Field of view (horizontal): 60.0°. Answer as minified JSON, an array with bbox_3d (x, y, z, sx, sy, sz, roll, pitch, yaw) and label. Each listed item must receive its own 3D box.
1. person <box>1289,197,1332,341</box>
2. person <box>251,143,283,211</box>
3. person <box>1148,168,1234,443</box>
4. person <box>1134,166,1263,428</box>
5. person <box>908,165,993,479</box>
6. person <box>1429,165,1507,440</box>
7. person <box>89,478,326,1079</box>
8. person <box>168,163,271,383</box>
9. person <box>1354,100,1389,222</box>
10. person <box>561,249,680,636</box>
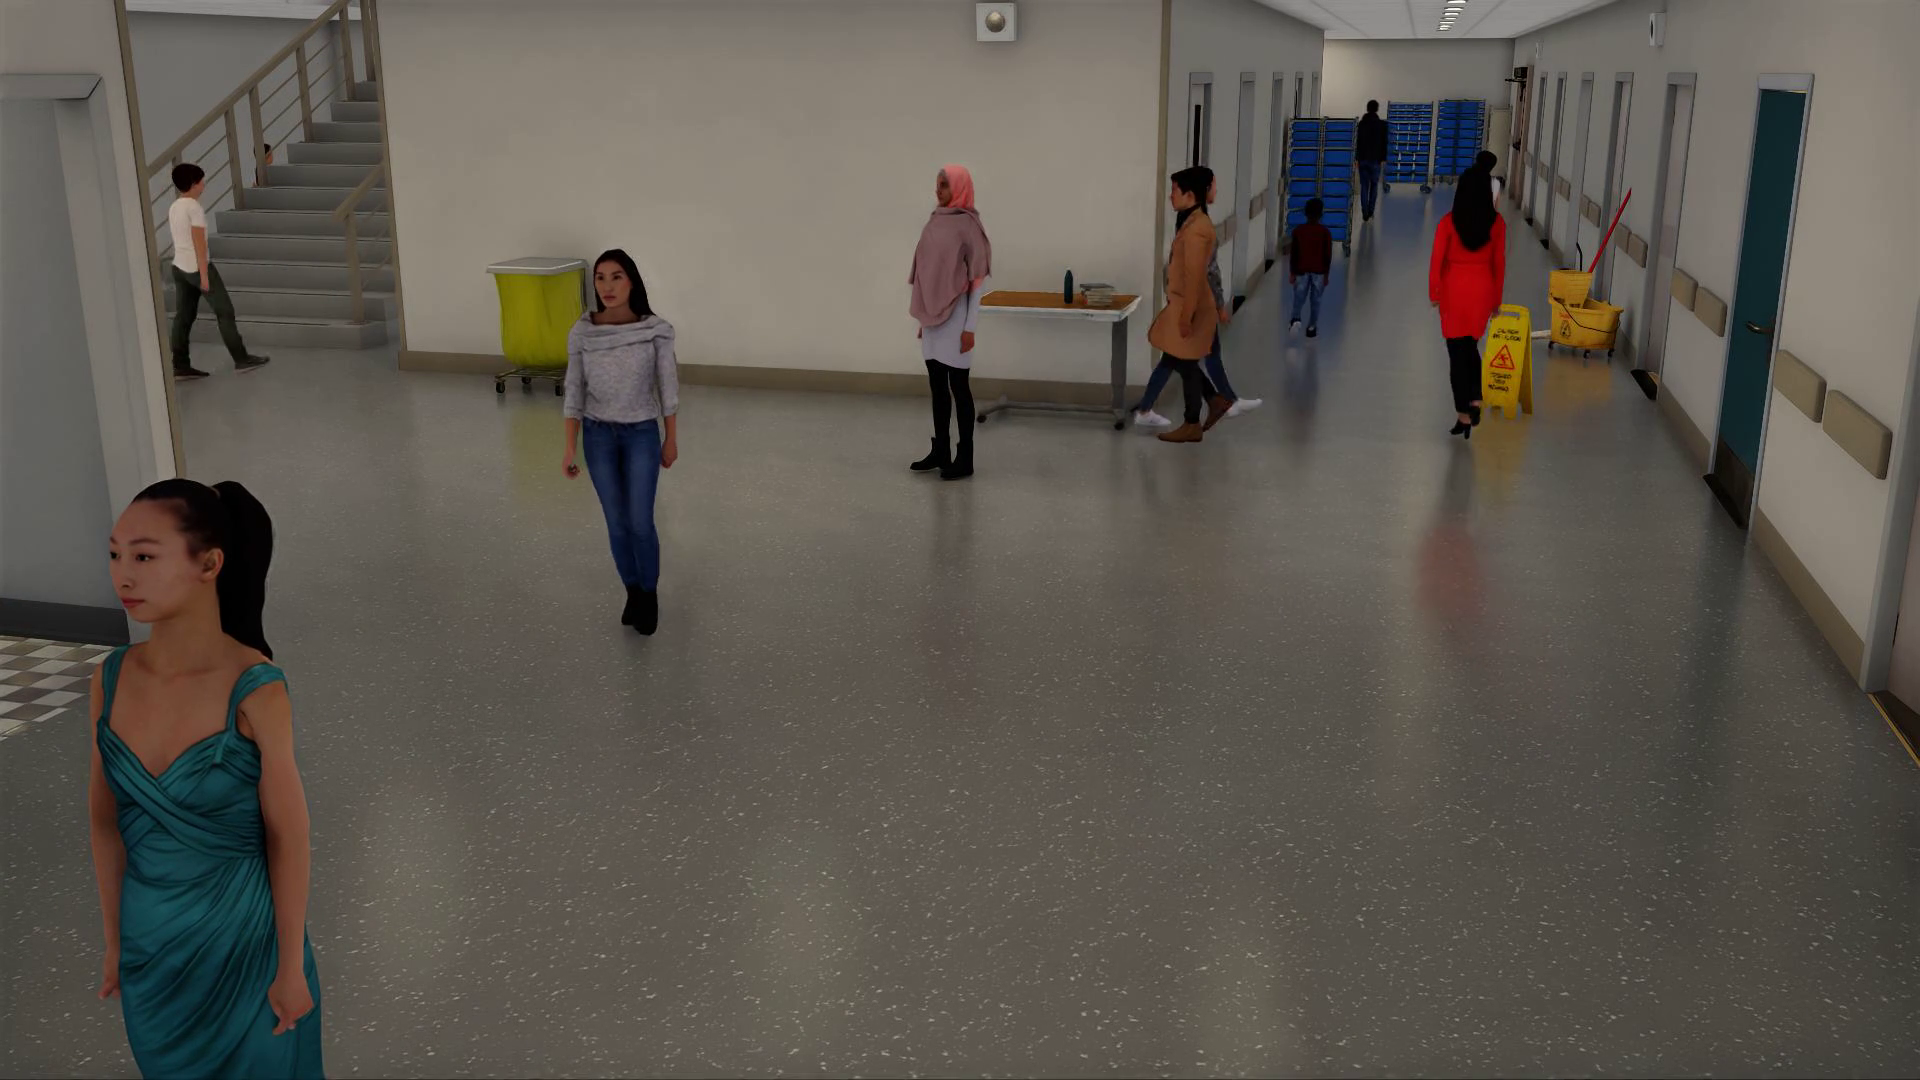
[{"bbox_3d":[3.076,-2.364,14.623,0.517,1.244,0.673,5,17,18],"label":"person"},{"bbox_3d":[-7.665,-3.619,18.487,0.551,1.563,0.534,6,17,20],"label":"person"},{"bbox_3d":[1.538,-1.462,10.477,0.815,1.715,0.800,1,16,2],"label":"person"},{"bbox_3d":[1.433,-1.538,10.900,1.023,1.675,1.196,-3,16,-10],"label":"person"},{"bbox_3d":[-0.061,-1.270,9.714,0.772,1.804,0.740,-14,21,-40],"label":"person"},{"bbox_3d":[3.264,-1.497,10.644,0.684,1.736,0.691,-1,16,-2],"label":"person"},{"bbox_3d":[-1.273,0.721,2.865,0.544,1.687,0.483,4,16,13],"label":"person"},{"bbox_3d":[-5.903,-2.009,12.657,0.829,1.628,1.058,12,19,35],"label":"person"},{"bbox_3d":[6.507,-6.010,26.418,0.745,1.862,1.017,3,16,10],"label":"person"},{"bbox_3d":[-1.412,-0.415,7.030,0.666,1.613,0.687,1,16,4],"label":"person"}]
